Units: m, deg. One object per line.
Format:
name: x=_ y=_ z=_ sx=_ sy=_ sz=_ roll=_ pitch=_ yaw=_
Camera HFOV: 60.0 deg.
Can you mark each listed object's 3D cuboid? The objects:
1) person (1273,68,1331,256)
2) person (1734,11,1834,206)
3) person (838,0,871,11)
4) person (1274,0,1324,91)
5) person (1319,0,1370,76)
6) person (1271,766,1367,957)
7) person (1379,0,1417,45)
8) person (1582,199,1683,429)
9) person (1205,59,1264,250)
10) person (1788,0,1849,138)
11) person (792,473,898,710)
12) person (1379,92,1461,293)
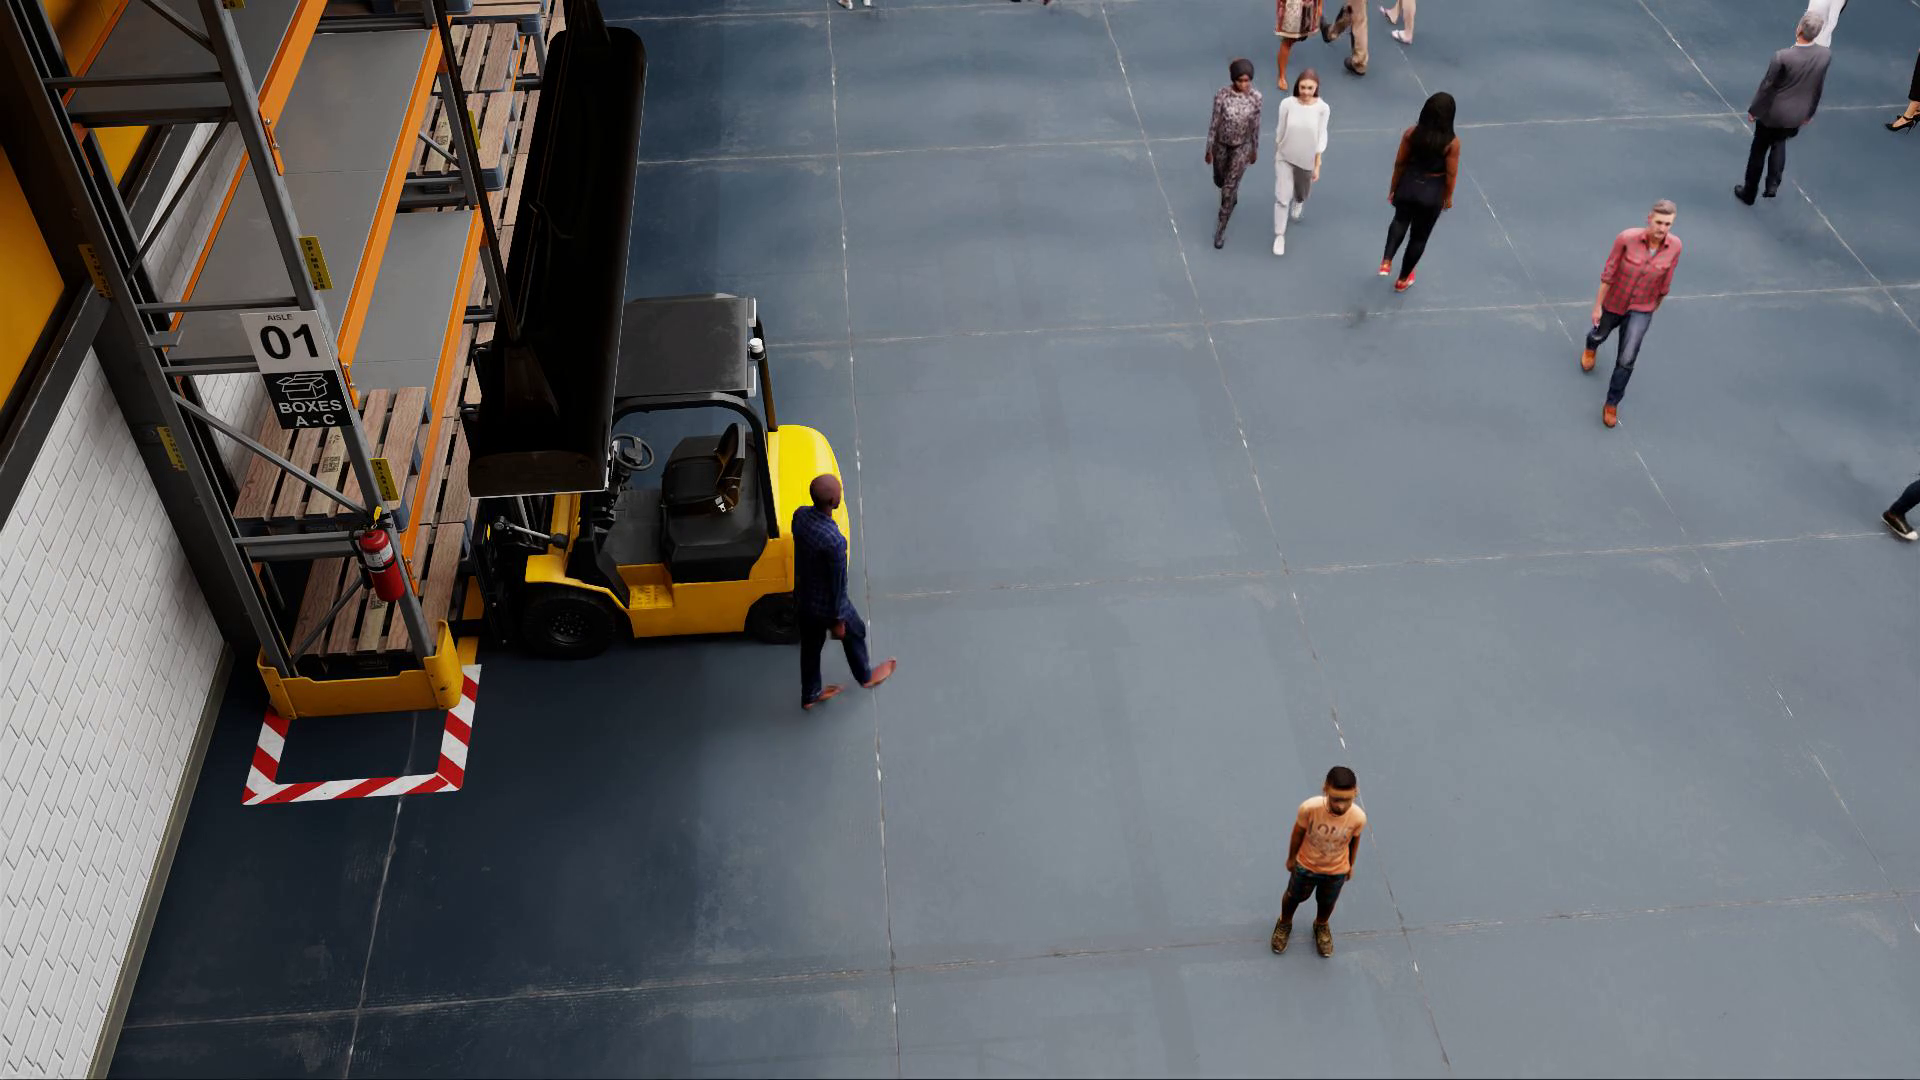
person: x=2.941 y=-3.342 z=14.423 sx=0.777 sy=1.668 sz=1.067 roll=9 pitch=44 yaw=10
person: x=7.336 y=-3.771 z=14.757 sx=0.718 sy=1.829 sz=0.649 roll=-2 pitch=44 yaw=-2
person: x=-1.168 y=-6.522 z=17.738 sx=0.690 sy=1.701 sz=0.666 roll=-19 pitch=47 yaw=-19
person: x=3.366 y=-5.368 z=16.581 sx=0.707 sy=1.626 sz=0.913 roll=-4 pitch=44 yaw=-4
person: x=4.043 y=-5.537 z=16.644 sx=1.016 sy=1.783 sz=1.277 roll=-20 pitch=47 yaw=-20
person: x=2.001 y=1.768 z=9.209 sx=0.564 sy=1.462 sz=0.553 roll=5 pitch=44 yaw=5
person: x=4.732 y=-5.992 z=17.102 sx=0.905 sy=1.810 sz=1.042 roll=-24 pitch=49 yaw=-23
person: x=5.106 y=-1.854 z=12.774 sx=0.992 sy=1.790 sz=1.305 roll=12 pitch=45 yaw=12
person: x=2.374 y=-3.440 z=14.514 sx=0.831 sy=1.685 sz=1.132 roll=9 pitch=44 yaw=10
person: x=8.085 y=-4.687 z=15.734 sx=0.708 sy=1.807 sz=0.514 roll=4 pitch=44 yaw=4
person: x=-0.921 y=0.399 z=10.413 sx=1.047 sy=1.783 sz=1.019 roll=-29 pitch=51 yaw=-27
person: x=3.783 y=-2.835 z=13.790 sx=0.811 sy=1.807 sz=0.867 roll=27 pitch=50 yaw=25
